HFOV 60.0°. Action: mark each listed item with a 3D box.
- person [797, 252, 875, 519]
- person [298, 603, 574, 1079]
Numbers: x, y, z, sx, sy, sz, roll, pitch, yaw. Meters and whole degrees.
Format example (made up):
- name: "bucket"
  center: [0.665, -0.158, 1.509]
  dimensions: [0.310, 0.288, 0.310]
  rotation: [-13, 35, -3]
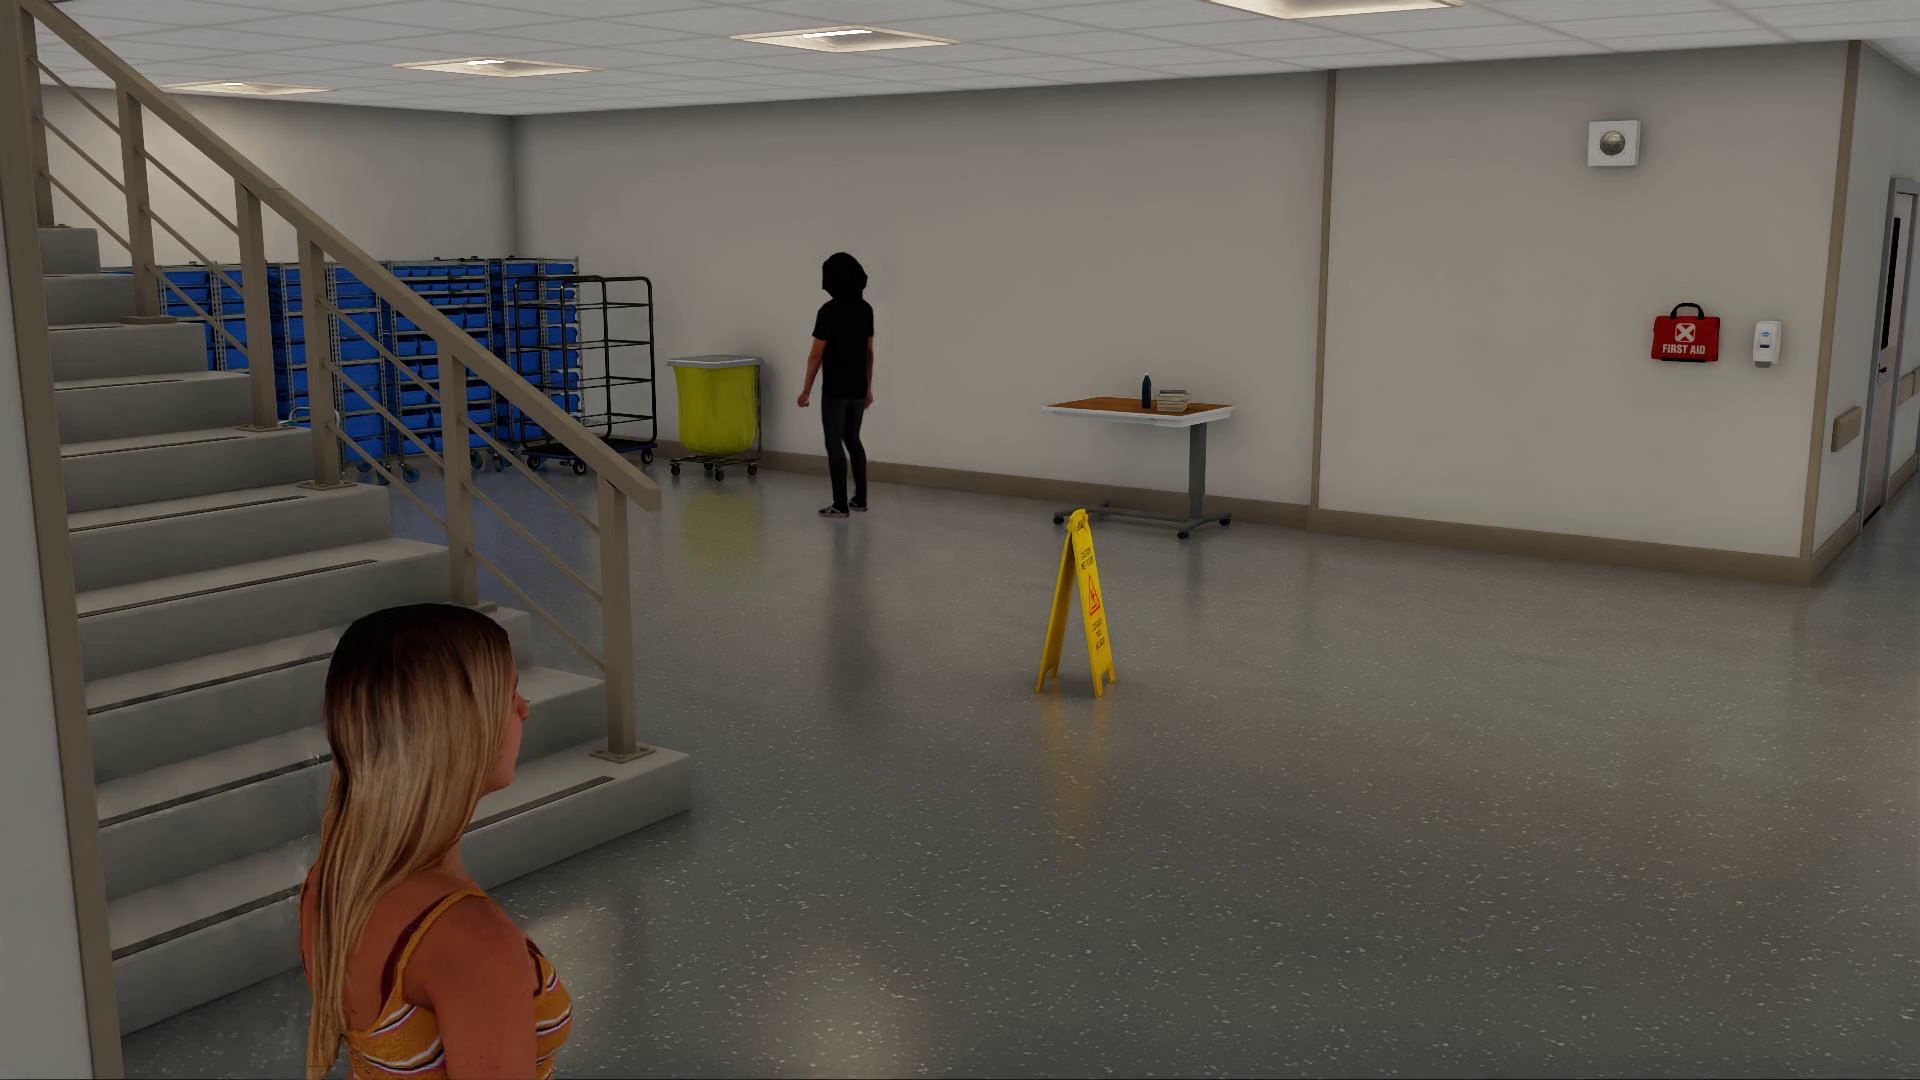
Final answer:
- name: "person"
  center: [-0.784, -1.061, 11.447]
  dimensions: [0.661, 1.830, 0.690]
  rotation: [10, 15, 44]
- name: "person"
  center: [-0.623, 0.886, 1.793]
  dimensions: [0.717, 1.617, 0.594]
  rotation: [-10, 15, -44]
